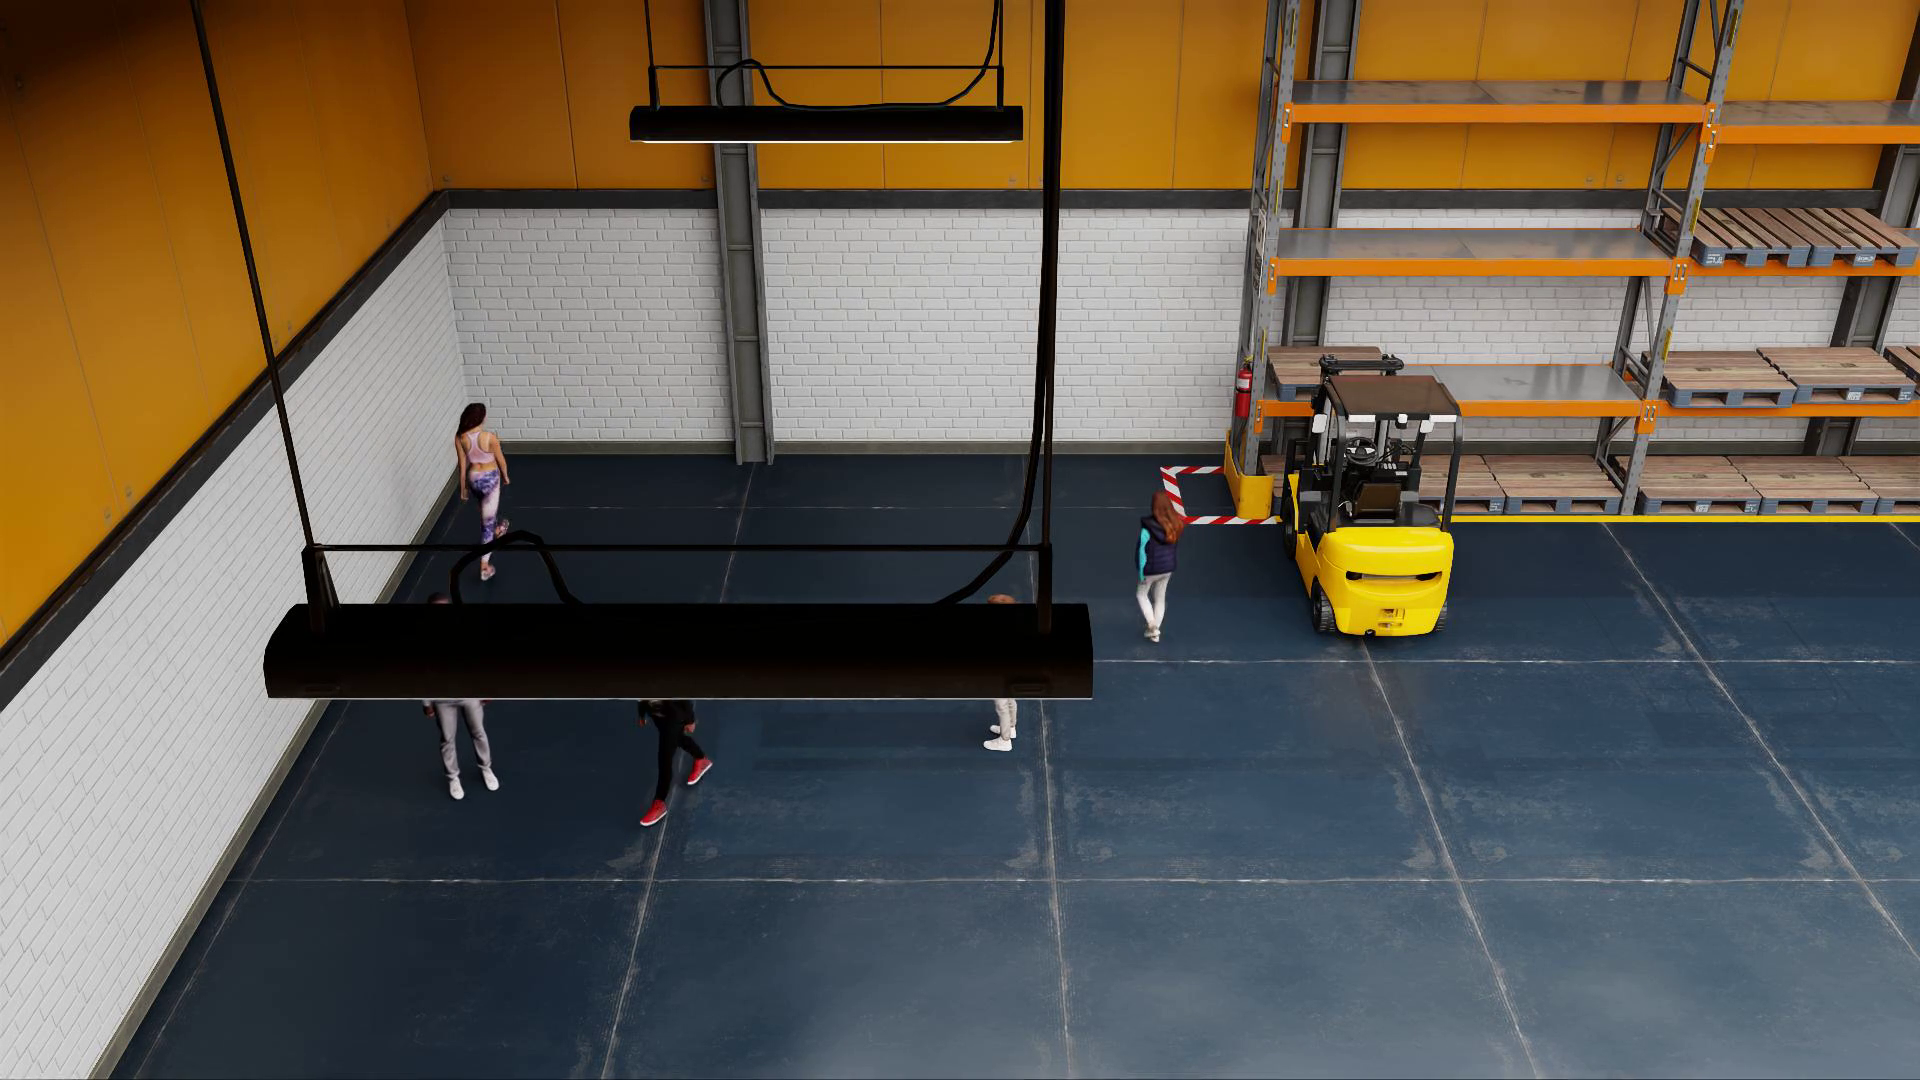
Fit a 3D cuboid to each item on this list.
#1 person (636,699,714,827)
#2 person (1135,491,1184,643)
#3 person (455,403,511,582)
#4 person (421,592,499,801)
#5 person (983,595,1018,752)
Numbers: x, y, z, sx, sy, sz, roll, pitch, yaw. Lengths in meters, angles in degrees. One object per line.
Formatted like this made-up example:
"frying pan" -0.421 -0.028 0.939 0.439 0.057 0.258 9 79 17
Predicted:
"person" -2.203 1.319 12.867 1.123 1.635 1.071 18 33 30
"person" 1.798 0.273 14.937 0.648 1.489 0.729 -12 31 -21
"person" -4.589 -0.431 16.003 1.174 1.704 0.703 2 29 3
"person" -3.924 1.175 12.925 0.673 1.832 0.818 -13 31 -23
"person" 0.361 1.068 13.554 0.561 1.417 0.568 10 30 17
